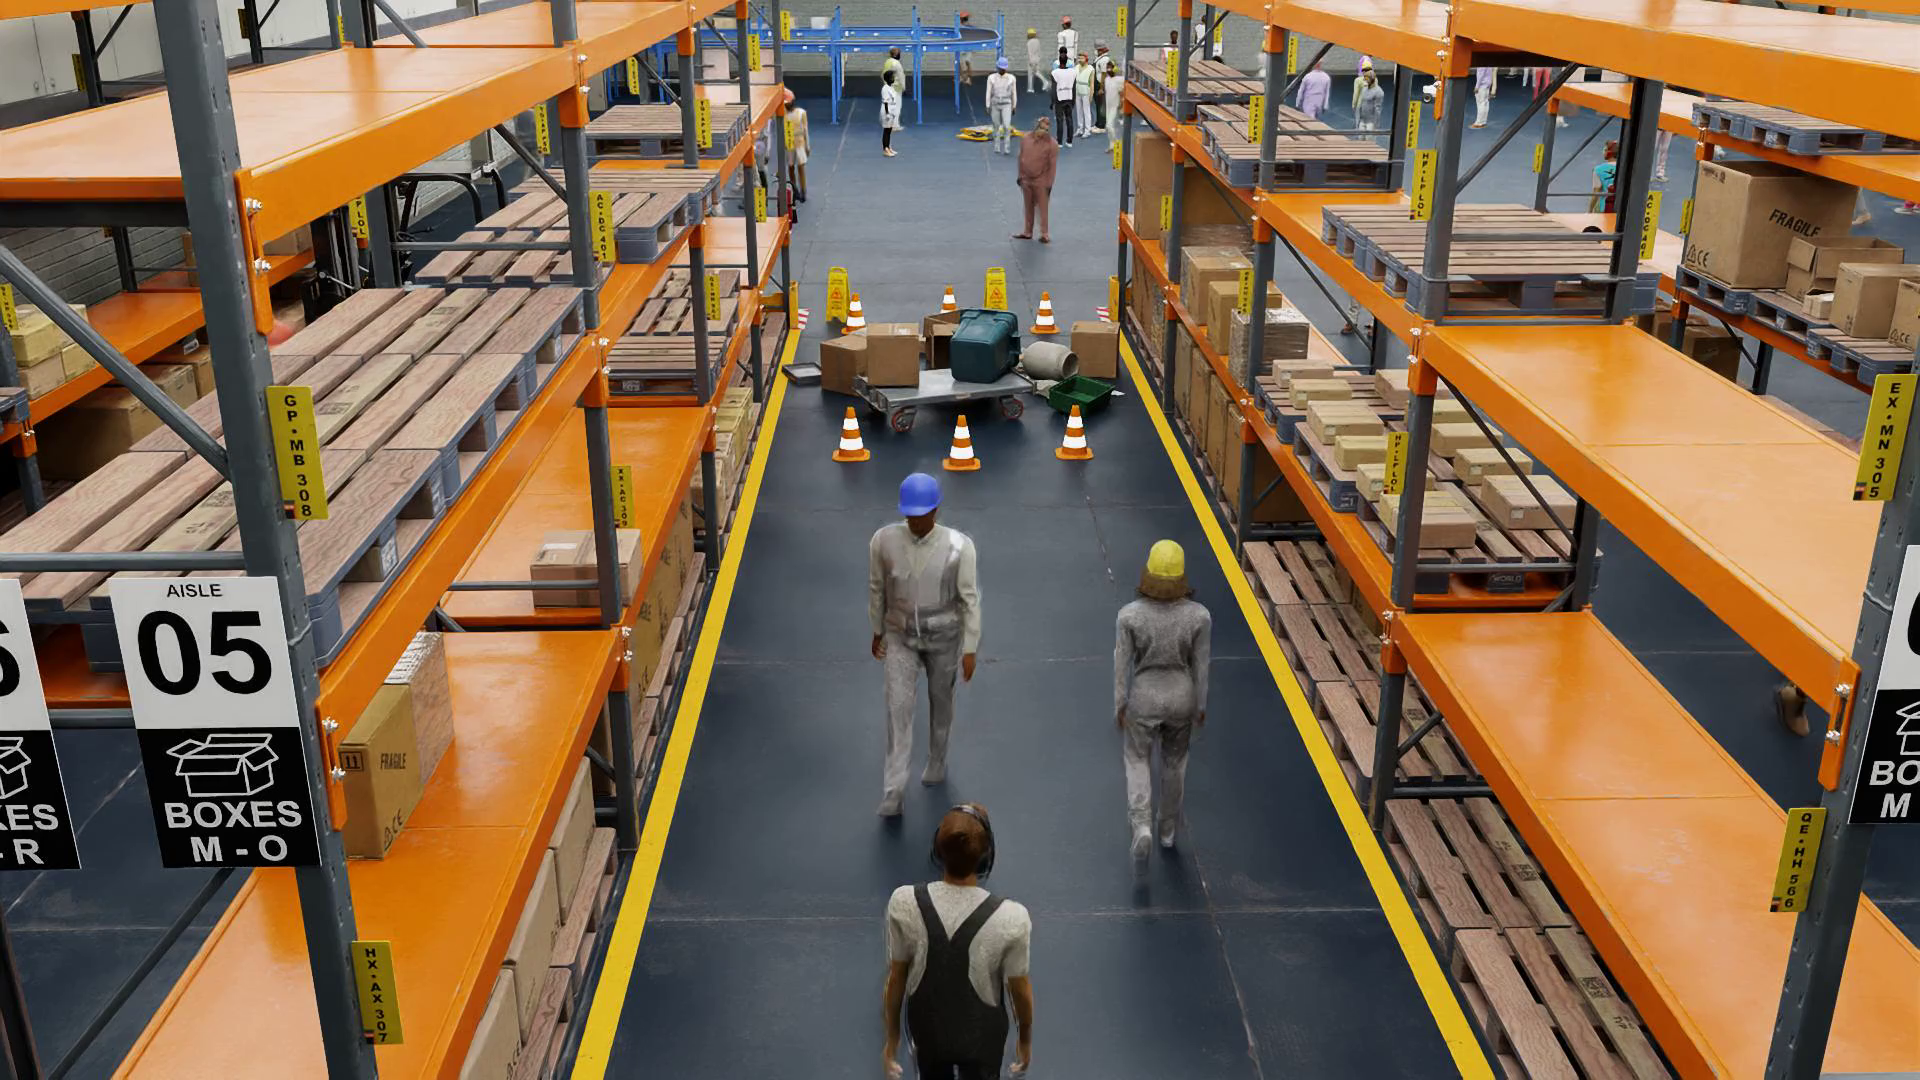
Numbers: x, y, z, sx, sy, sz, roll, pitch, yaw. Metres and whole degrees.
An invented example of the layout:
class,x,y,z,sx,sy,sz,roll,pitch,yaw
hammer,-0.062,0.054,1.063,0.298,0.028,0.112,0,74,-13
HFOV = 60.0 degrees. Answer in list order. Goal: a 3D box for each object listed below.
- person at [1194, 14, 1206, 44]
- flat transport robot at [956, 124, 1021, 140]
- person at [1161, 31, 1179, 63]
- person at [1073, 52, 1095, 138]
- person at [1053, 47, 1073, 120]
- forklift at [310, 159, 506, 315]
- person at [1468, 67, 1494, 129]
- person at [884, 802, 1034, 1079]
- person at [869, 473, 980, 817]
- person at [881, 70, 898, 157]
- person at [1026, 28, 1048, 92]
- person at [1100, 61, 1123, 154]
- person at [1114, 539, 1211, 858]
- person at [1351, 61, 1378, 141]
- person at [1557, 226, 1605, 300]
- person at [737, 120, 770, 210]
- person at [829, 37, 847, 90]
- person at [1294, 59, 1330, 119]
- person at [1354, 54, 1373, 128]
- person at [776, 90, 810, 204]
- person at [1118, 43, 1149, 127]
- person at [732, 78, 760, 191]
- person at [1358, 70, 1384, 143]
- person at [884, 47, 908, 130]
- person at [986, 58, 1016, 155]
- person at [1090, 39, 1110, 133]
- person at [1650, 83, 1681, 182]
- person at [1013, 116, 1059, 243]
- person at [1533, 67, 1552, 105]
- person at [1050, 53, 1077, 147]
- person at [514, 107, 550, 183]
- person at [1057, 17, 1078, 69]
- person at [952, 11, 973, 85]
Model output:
class,x,y,z,sx,sy,sz,roll,pitch,yaw
person,7.192,-14.569,49.133,0.573,1.843,0.374,12,24,29
flat transport robot,0.632,-8.947,36.463,0.652,0.197,1.431,18,27,39
person,5.311,-11.747,41.592,0.609,1.912,0.421,-1,21,-2
person,2.711,-9.723,36.343,0.394,1.836,0.560,-17,27,-38
person,2.428,-10.814,39.414,0.540,1.695,0.317,-10,23,-25
forklift,-5.622,-2.910,17.832,2.313,2.155,1.214,-1,21,-1
person,11.896,-10.348,37.848,0.372,1.940,0.629,16,26,35
person,0.009,1.757,6.005,0.535,1.825,0.442,5,21,12
person,-0.218,0.575,9.012,0.644,1.905,0.937,3,21,9
person,-1.431,-8.622,33.620,0.320,1.697,0.532,4,21,10
person,2.090,-13.122,45.516,0.492,1.707,0.675,-19,28,-41
person,3.065,-8.796,33.857,0.401,1.854,0.562,-13,24,-31
person,1.033,0.848,8.560,0.490,1.730,0.547,1,21,3
person,8.473,-9.146,34.911,0.533,1.768,0.310,-5,21,-12
person,5.935,-2.075,16.009,0.592,1.917,0.375,-6,21,-15
person,-3.433,-6.397,27.451,0.587,1.899,0.895,6,21,14
person,-3.382,-13.352,46.213,0.507,1.631,0.281,-2,21,-4
person,7.313,-9.011,34.423,0.649,1.869,0.958,-8,22,-20
person,9.224,-10.313,37.770,0.368,1.929,0.542,-3,21,-9
person,-2.820,-6.652,28.166,0.570,1.871,1.009,-3,21,-8
person,4.011,-10.504,38.375,0.594,1.872,1.020,-13,24,-30
person,-3.822,-7.120,29.269,0.631,1.981,0.423,6,22,17
person,7.639,-7.773,31.061,0.375,1.927,0.638,-7,22,-18
person,-1.419,-10.181,37.563,0.487,1.831,0.634,-9,23,-22
person,0.829,-8.784,33.745,0.613,1.907,0.883,1,21,3
person,3.092,-10.163,37.217,0.537,2.000,0.680,-1,21,-3
person,12.829,-7.549,30.368,0.622,1.996,0.374,-4,21,-9
person,1.076,-5.380,24.823,0.789,1.875,0.399,14,25,32
person,14.915,-11.988,42.457,0.554,1.740,0.724,0,21,1
person,2.169,-9.221,34.899,0.590,1.918,0.399,-9,22,-22
person,-7.354,-6.815,28.675,0.612,1.817,0.466,8,22,21
person,2.870,-13.050,44.857,0.605,2.035,0.385,-11,23,-27
person,0.056,-14.071,47.578,0.653,2.012,0.814,-16,26,-36
